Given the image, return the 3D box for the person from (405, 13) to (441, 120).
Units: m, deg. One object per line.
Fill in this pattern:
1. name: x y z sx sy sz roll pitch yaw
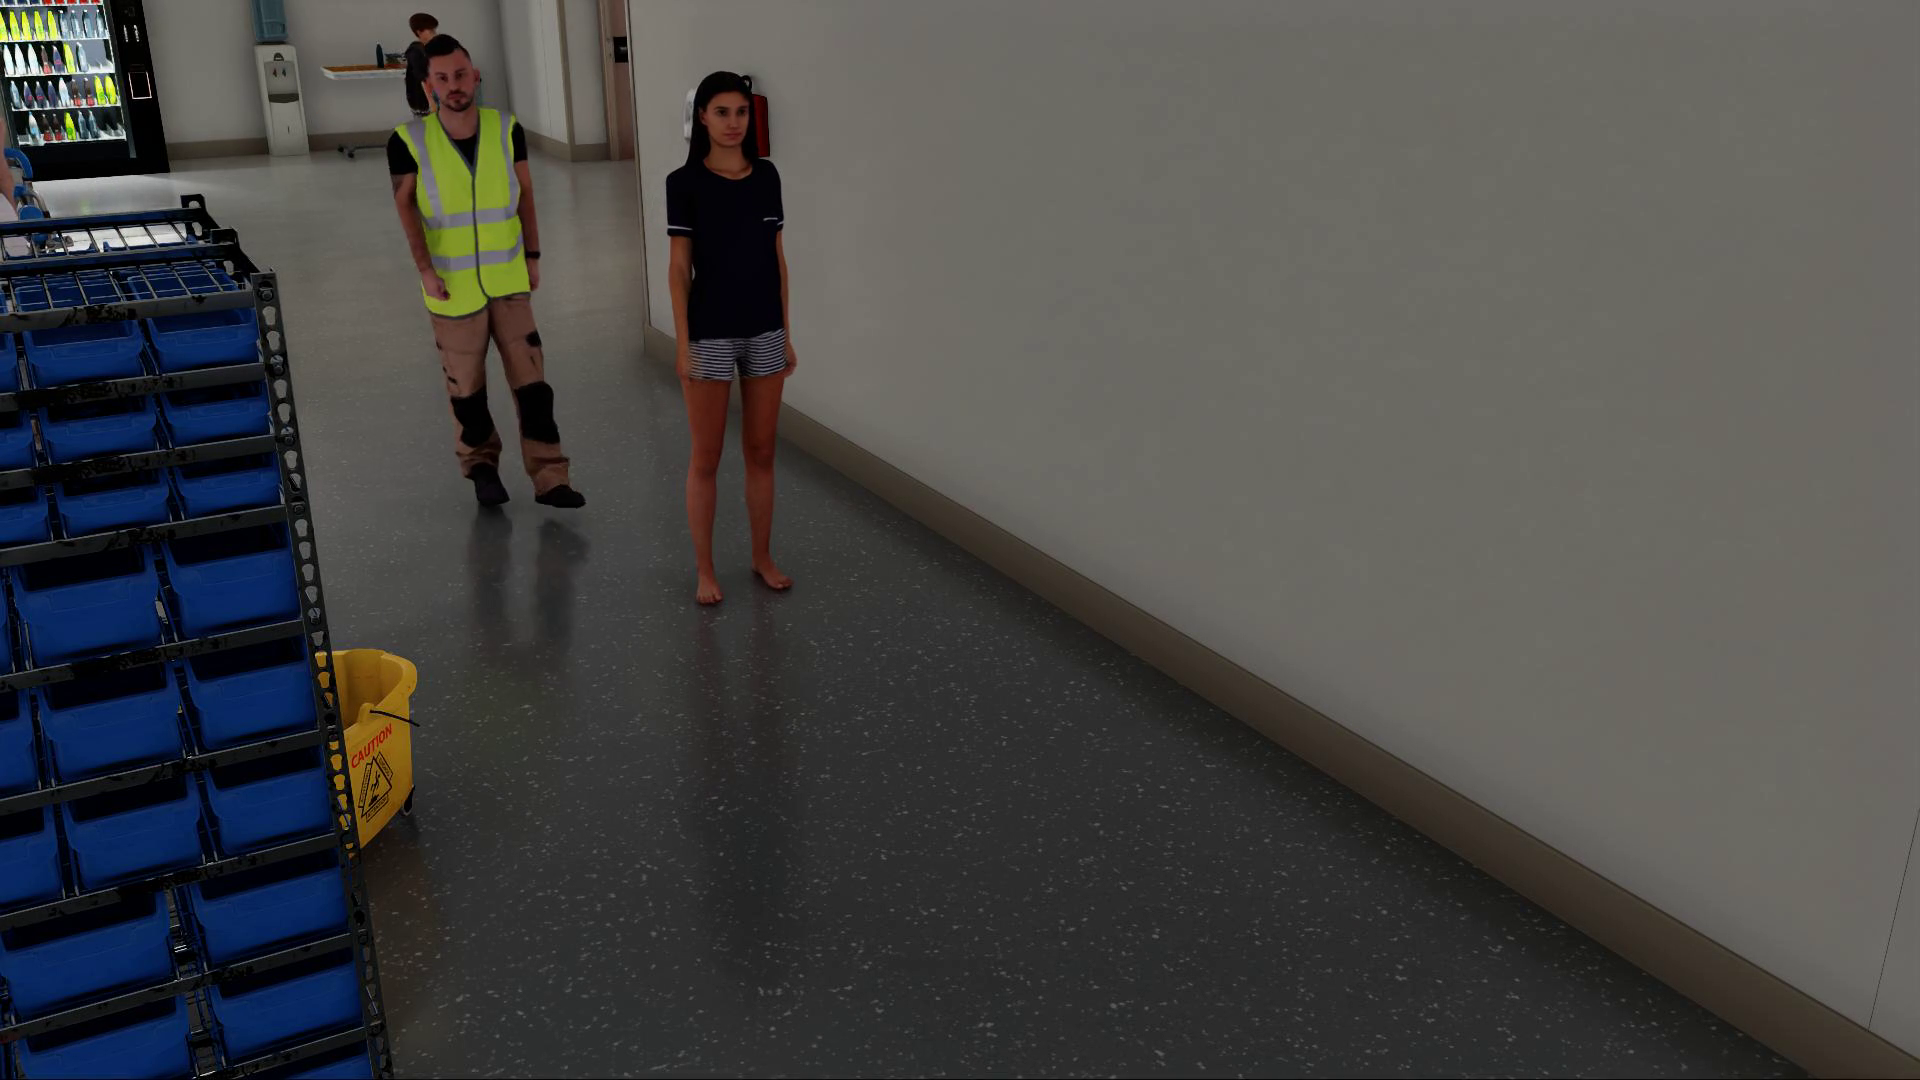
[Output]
1. person: -4.583 -3.706 14.096 0.776 1.429 0.712 4 21 11

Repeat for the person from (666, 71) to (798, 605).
1. person: -0.763 -0.667 5.598 0.455 1.765 0.639 -11 23 -27

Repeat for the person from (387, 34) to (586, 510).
1. person: -1.879 -1.001 6.400 0.803 1.820 0.771 -12 24 -29

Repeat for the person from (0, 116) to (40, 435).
1. person: -4.196 -1.272 7.154 0.695 1.793 0.586 11 23 26
